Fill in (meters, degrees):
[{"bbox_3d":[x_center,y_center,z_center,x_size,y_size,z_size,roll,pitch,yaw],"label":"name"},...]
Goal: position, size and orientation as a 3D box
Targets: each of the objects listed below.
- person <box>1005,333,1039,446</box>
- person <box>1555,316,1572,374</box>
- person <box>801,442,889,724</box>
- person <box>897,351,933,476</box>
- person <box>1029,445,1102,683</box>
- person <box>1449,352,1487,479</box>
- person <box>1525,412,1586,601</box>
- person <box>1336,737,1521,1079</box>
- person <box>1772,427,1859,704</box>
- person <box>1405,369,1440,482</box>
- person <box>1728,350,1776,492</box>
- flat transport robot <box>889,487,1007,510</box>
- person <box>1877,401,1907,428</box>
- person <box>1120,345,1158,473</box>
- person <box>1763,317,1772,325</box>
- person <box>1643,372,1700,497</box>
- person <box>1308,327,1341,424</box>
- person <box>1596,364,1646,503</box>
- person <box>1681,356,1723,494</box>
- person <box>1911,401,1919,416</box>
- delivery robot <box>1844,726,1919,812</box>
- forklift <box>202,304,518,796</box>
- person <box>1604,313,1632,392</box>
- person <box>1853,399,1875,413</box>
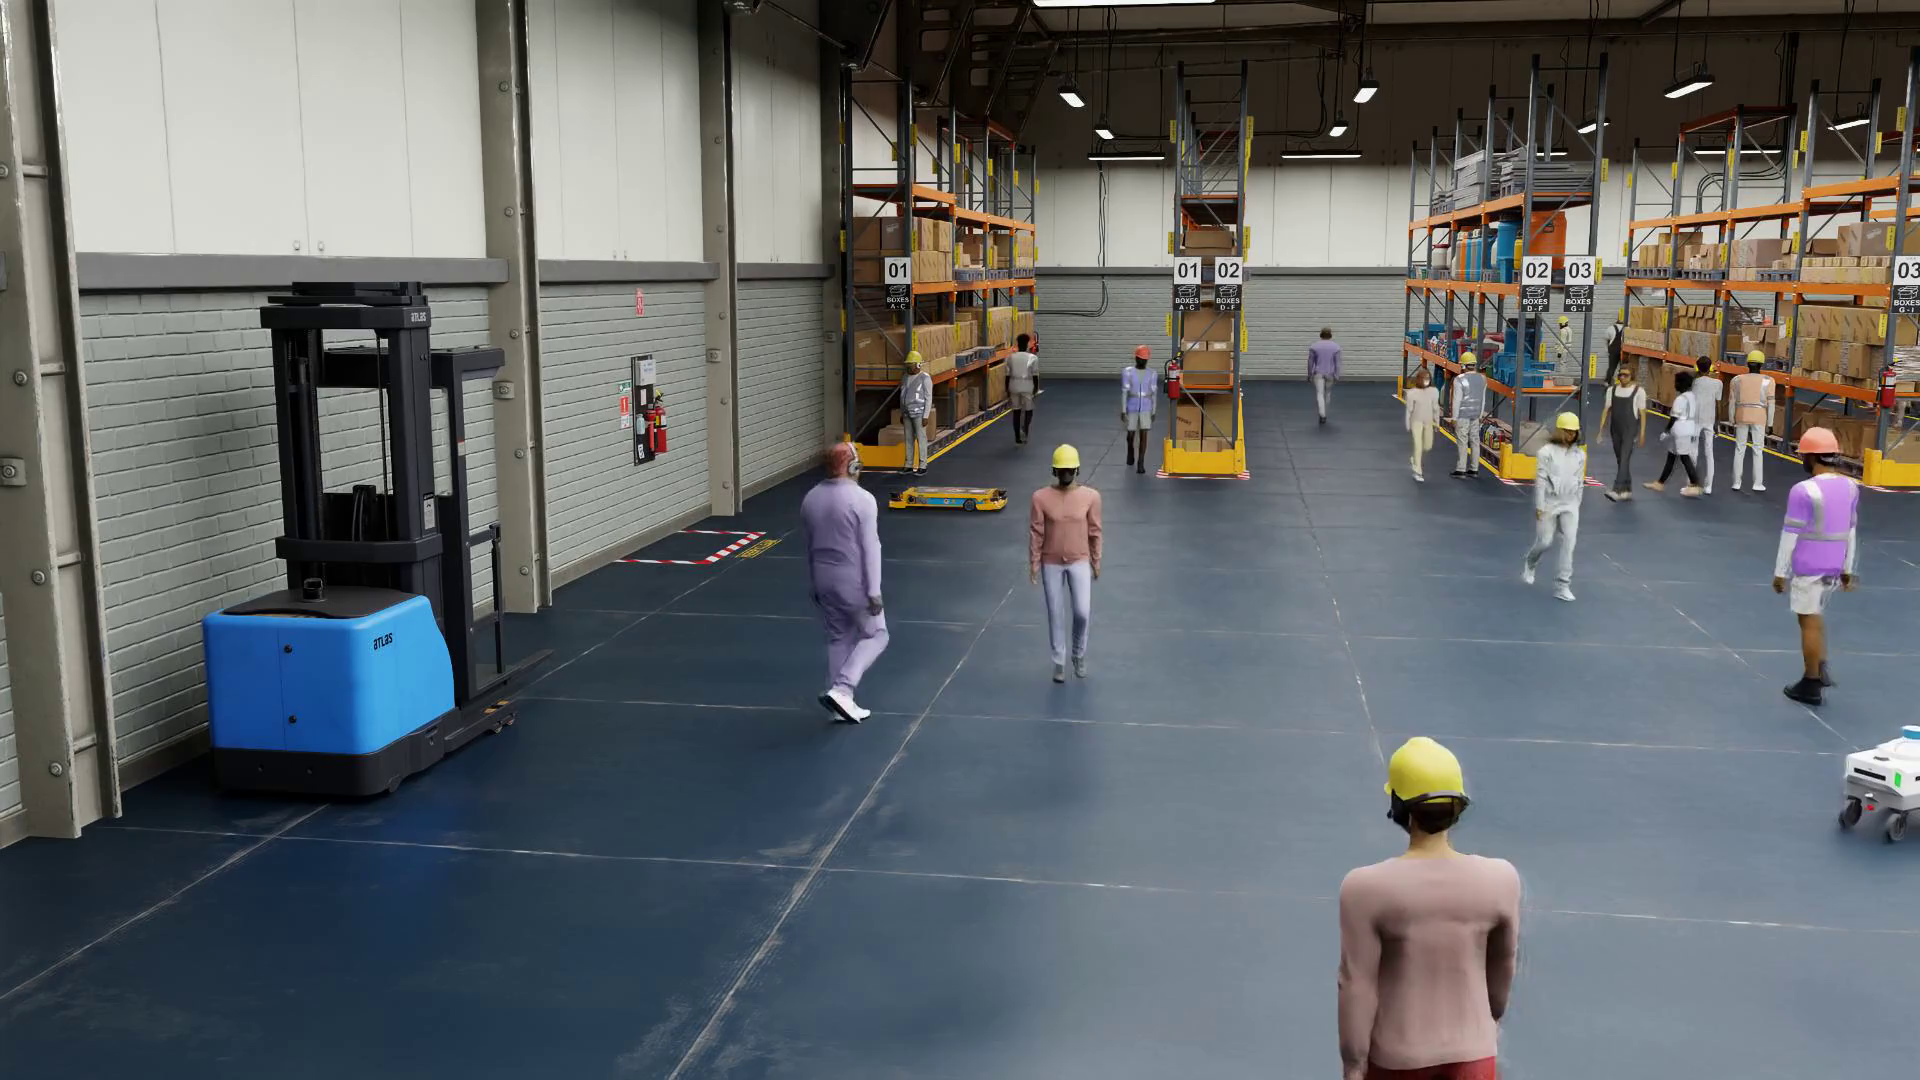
[{"bbox_3d":[1.052,-2.579,28.573,0.606,1.951,0.467,2,9,14],"label":"person"},{"bbox_3d":[15.796,-4.956,43.588,0.403,1.827,0.588,6,11,34],"label":"person"},{"bbox_3d":[-0.762,0.299,10.987,0.664,1.889,0.459,8,12,40],"label":"person"},{"bbox_3d":[-0.679,-1.863,24.495,0.588,1.833,0.404,8,12,41],"label":"person"},{"bbox_3d":[0.767,0.173,12.162,0.540,1.752,0.389,1,9,4],"label":"person"},{"bbox_3d":[7.376,-1.821,24.233,0.591,1.833,0.404,-5,10,-26],"label":"person"},{"bbox_3d":[5.524,-0.338,15.408,0.491,1.724,0.657,-1,9,-6],"label":"person"},{"bbox_3d":[1.302,1.400,4.726,0.540,1.721,0.906,0,9,-1],"label":"person"},{"bbox_3d":[5.958,0.173,11.659,0.580,1.921,0.454,-4,10,-21],"label":"person"},{"bbox_3d":[6.647,-1.679,24.015,0.510,1.612,0.588,-2,9,-10],"label":"person"},{"bbox_3d":[10.829,-1.631,22.771,0.584,1.928,0.372,6,11,35],"label":"person"},{"bbox_3d":[-0.145,-0.540,21.271,1.431,0.197,0.652,1,9,9],"label":"flat transport robot"},{"bbox_3d":[16.780,-2.799,29.801,0.634,1.979,0.554,0,9,-1],"label":"person"},{"bbox_3d":[2.684,-1.985,25.031,0.553,1.911,0.617,0,9,0],"label":"person"},{"bbox_3d":[16.928,-3.684,35.083,0.606,2.044,0.374,1,9,6],"label":"person"},{"bbox_3d":[9.598,-1.418,22.281,0.770,1.657,0.544,7,11,35],"label":"person"},{"bbox_3d":[7.232,-3.268,32.980,0.623,1.904,0.998,0,9,1],"label":"person"},{"bbox_3d":[8.603,-1.392,21.681,0.938,1.795,0.521,-8,12,-40],"label":"person"},{"bbox_3d":[10.027,-1.557,22.515,0.521,1.865,0.327,1,9,6],"label":"person"},{"bbox_3d":[15.846,-2.333,27.103,0.626,1.927,0.459,3,10,16],"label":"person"},{"bbox_3d":[5.167,1.254,9.041,0.707,0.478,0.477,-5,10,-27],"label":"delivery robot"},{"bbox_3d":[-3.673,-0.038,10.147,1.129,2.768,1.873,1,9,9],"label":"forklift"},{"bbox_3d":[16.426,-4.692,41.435,0.686,2.000,0.975,8,12,39],"label":"person"},{"bbox_3d":[19.370,-3.709,35.410,0.635,1.983,0.539,1,9,6],"label":"person"}]
